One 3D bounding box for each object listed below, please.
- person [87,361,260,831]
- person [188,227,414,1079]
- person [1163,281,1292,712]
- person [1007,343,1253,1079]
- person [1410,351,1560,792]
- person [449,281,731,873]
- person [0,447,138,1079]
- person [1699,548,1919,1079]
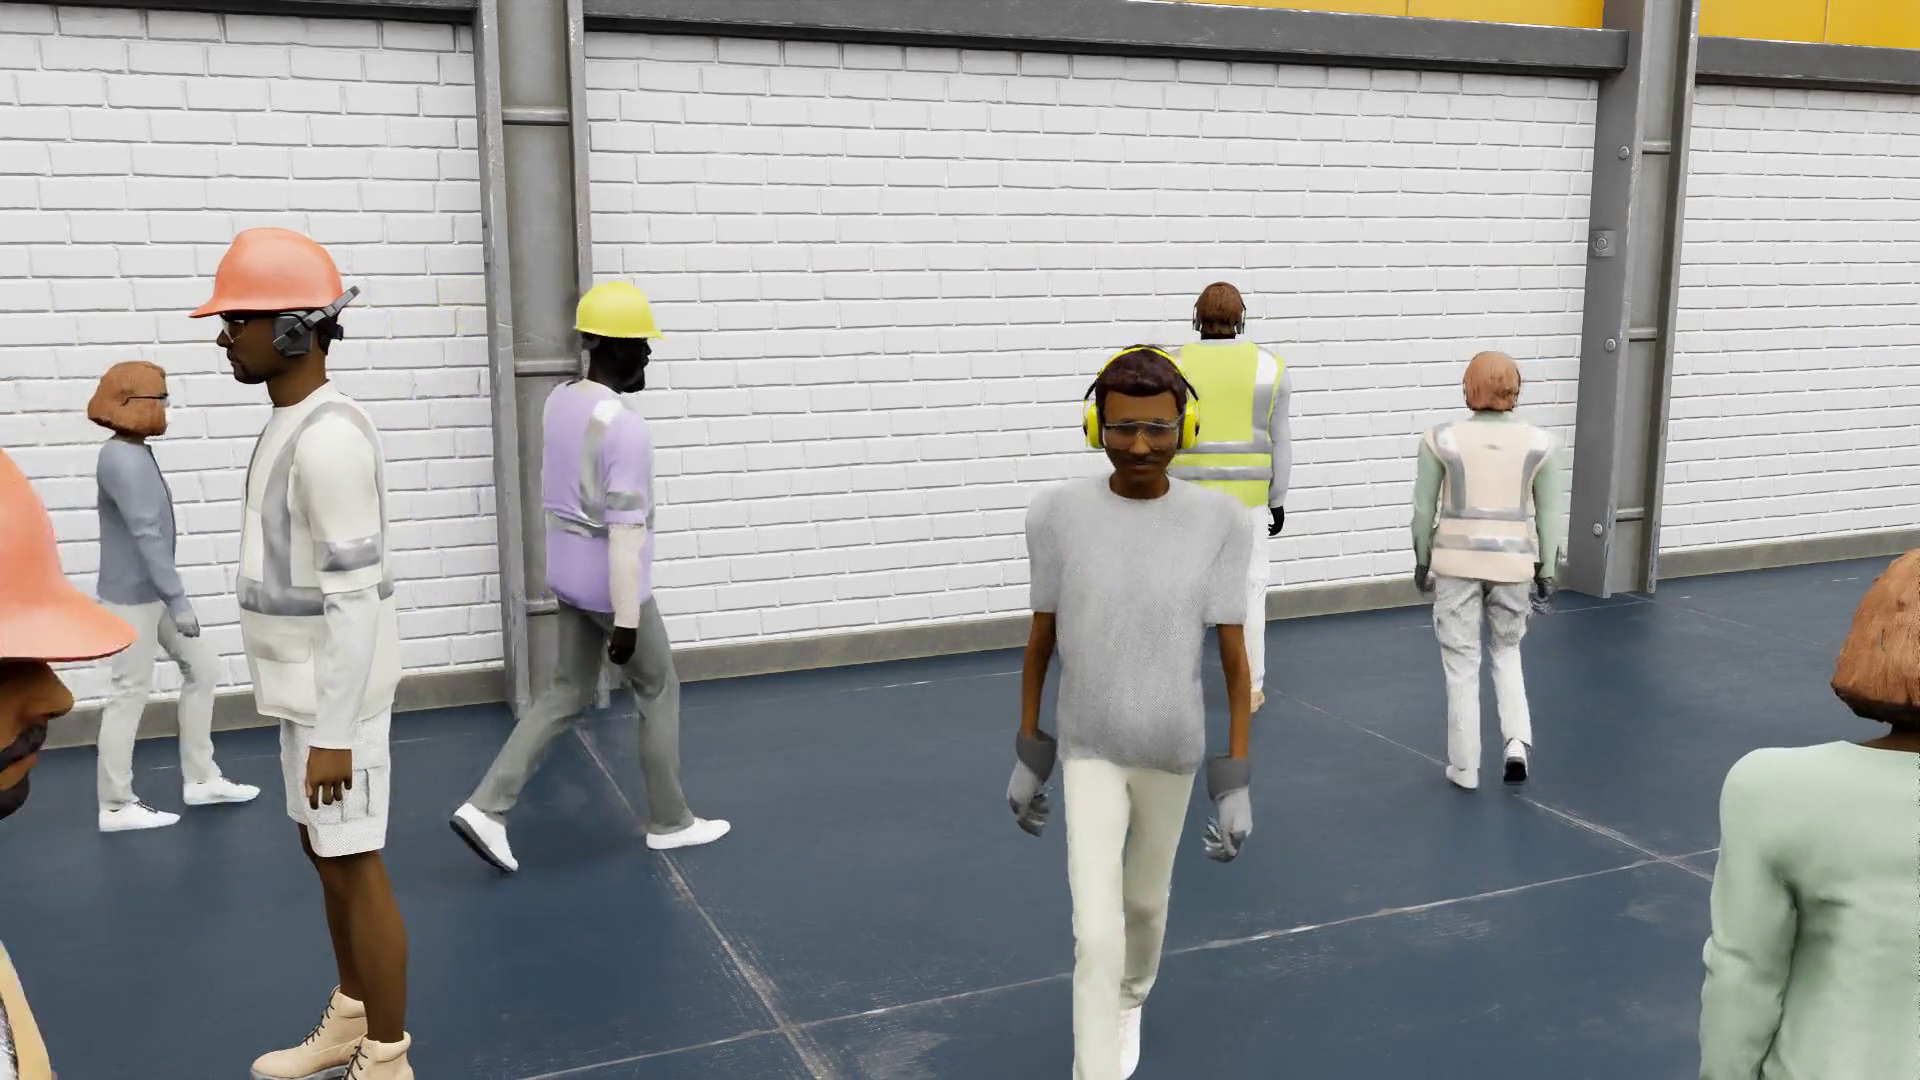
[{"bbox_3d":[-2.703,0.199,5.696,0.638,1.613,0.507,-4,11,-19],"label":"person"},{"bbox_3d":[-1.459,0.336,3.742,0.377,2.044,0.608,-6,12,-30],"label":"person"},{"bbox_3d":[1.092,-0.172,7.099,0.621,1.845,0.429,1,10,4],"label":"person"},{"bbox_3d":[0.371,0.473,3.670,0.531,1.816,1.014,0,10,3],"label":"person"},{"bbox_3d":[1.911,0.120,6.101,0.512,1.623,0.376,1,10,4],"label":"person"},{"bbox_3d":[-1.202,0.133,5.283,0.879,1.896,0.610,-9,14,-40],"label":"person"},{"bbox_3d":[-0.760,0.844,1.308,0.674,1.911,0.553,-2,11,-13],"label":"person"},{"bbox_3d":[1.258,0.813,2.244,0.501,1.631,0.287,5,12,27],"label":"person"}]
